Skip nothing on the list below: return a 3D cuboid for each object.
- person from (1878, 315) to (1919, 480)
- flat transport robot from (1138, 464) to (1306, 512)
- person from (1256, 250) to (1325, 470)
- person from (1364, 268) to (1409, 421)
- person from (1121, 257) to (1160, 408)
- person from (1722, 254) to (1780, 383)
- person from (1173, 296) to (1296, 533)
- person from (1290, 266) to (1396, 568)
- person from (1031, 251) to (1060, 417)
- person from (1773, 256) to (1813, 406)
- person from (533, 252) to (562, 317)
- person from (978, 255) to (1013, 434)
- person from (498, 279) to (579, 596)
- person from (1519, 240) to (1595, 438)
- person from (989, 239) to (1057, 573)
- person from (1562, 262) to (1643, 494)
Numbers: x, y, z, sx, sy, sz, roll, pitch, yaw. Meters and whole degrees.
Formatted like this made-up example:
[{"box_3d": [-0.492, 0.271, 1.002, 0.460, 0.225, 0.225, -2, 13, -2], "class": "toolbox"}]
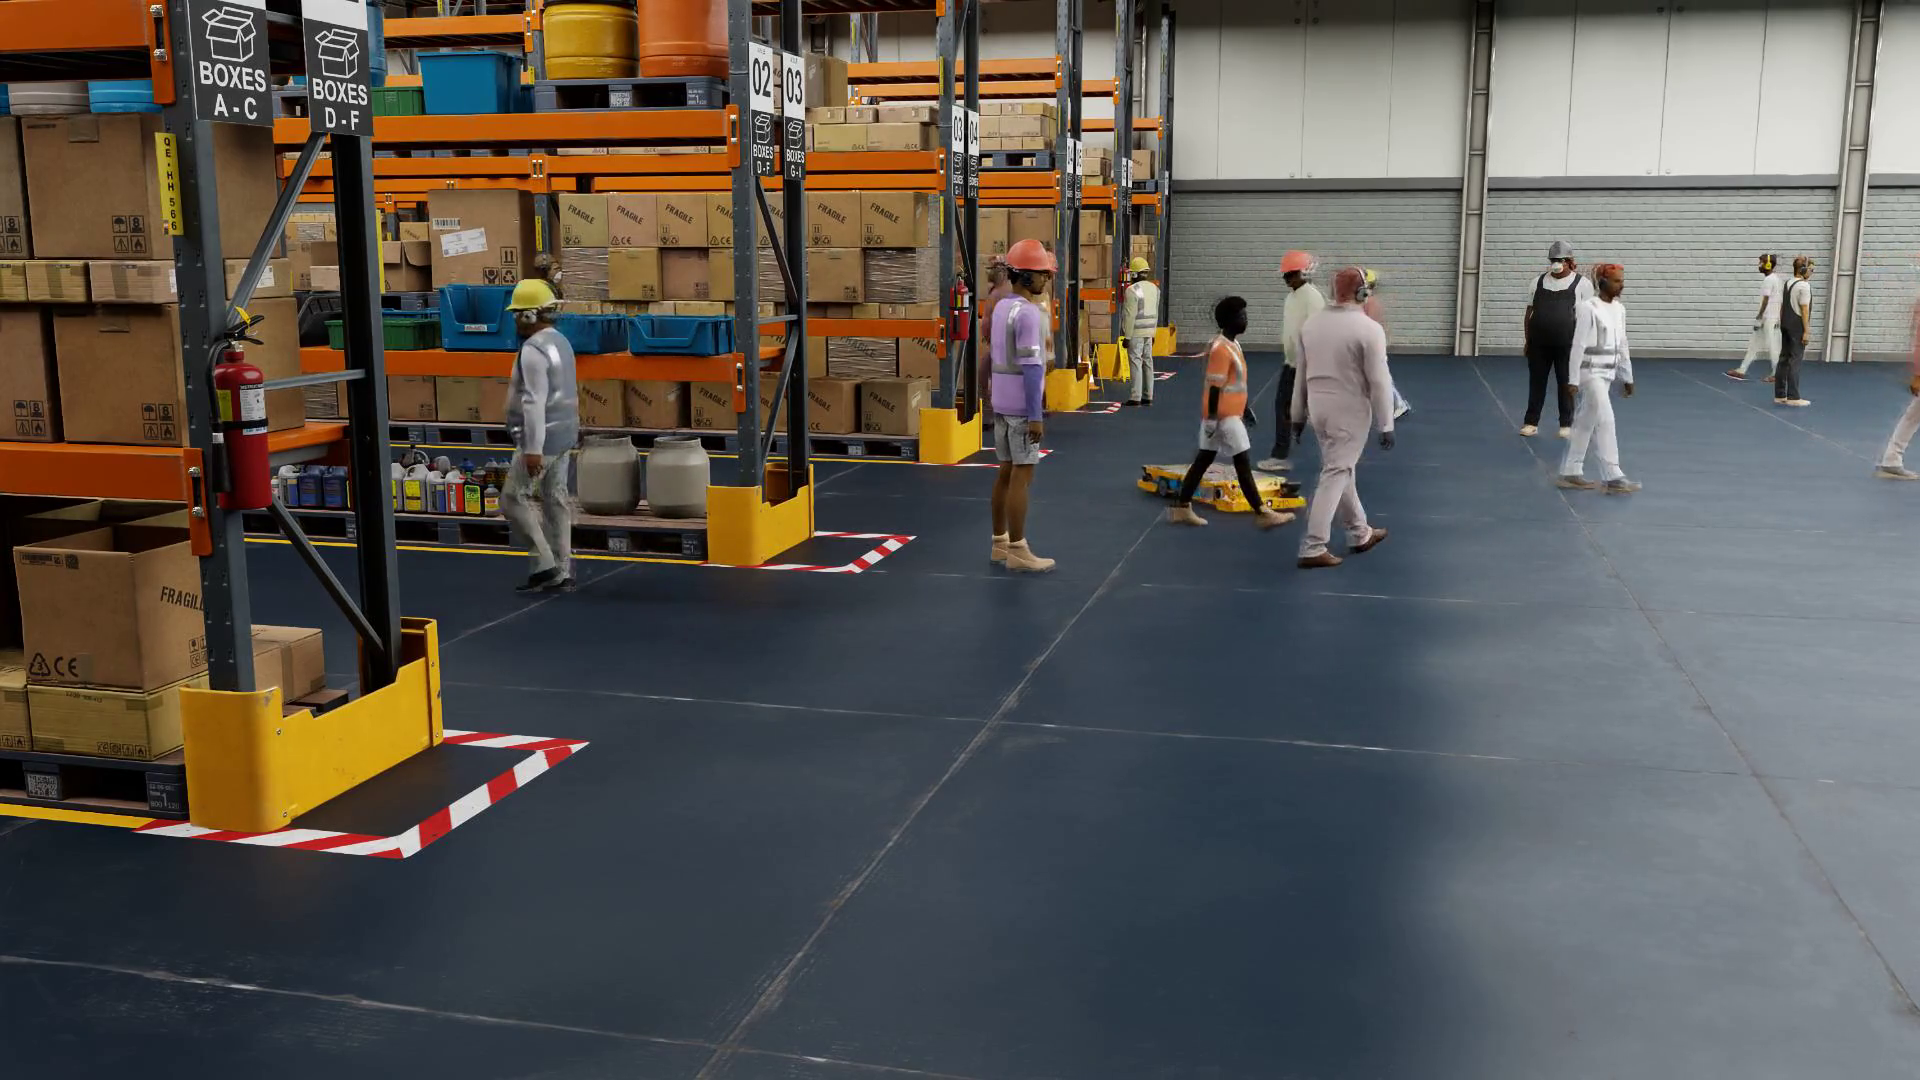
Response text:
[{"box_3d": [8.257, -1.422, 13.886, 0.642, 1.937, 1.008, -10, 14, -44], "class": "person"}, {"box_3d": [2.026, -0.431, 13.028, 0.652, 0.197, 1.431, -4, 11, -23], "class": "flat transport robot"}, {"box_3d": [3.135, -1.589, 14.792, 0.922, 1.955, 0.661, -3, 11, -16], "class": "person"}, {"box_3d": [4.677, -2.213, 18.872, 0.881, 1.727, 0.530, 1, 10, 5], "class": "person"}, {"box_3d": [2.179, -2.526, 20.310, 0.404, 1.830, 0.601, 9, 14, 42], "class": "person"}, {"box_3d": [11.489, -3.185, 23.969, 0.849, 1.836, 0.558, 5, 11, 25], "class": "person"}, {"box_3d": [1.914, -0.881, 11.687, 0.882, 1.642, 0.540, 2, 10, 12], "class": "person"}, {"box_3d": [2.505, -0.775, 10.487, 0.948, 1.866, 0.677, -6, 12, -31], "class": "person"}, {"box_3d": [0.937, -2.365, 19.216, 0.422, 1.908, 0.573, 1, 10, 6], "class": "person"}, {"box_3d": [10.317, -2.570, 20.538, 0.345, 1.840, 0.504, -1, 10, -7], "class": "person"}, {"box_3d": [-3.835, -1.677, 15.352, 0.371, 1.931, 0.624, -3, 11, -16], "class": "person"}, {"box_3d": [0.349, -2.037, 17.469, 0.679, 1.885, 0.649, -2, 10, -12], "class": "person"}, {"box_3d": [-2.418, -0.573, 9.525, 0.470, 1.818, 0.629, 1, 10, 5], "class": "person"}, {"box_3d": [6.166, -2.077, 17.245, 0.676, 2.000, 0.536, 7, 12, 33], "class": "person"}, {"box_3d": [0.394, -0.824, 10.295, 0.396, 2.042, 0.611, -3, 11, -17], "class": "person"}, {"box_3d": [5.274, -1.294, 13.415, 0.612, 1.852, 0.854, -9, 13, -40], "class": "person"}]
